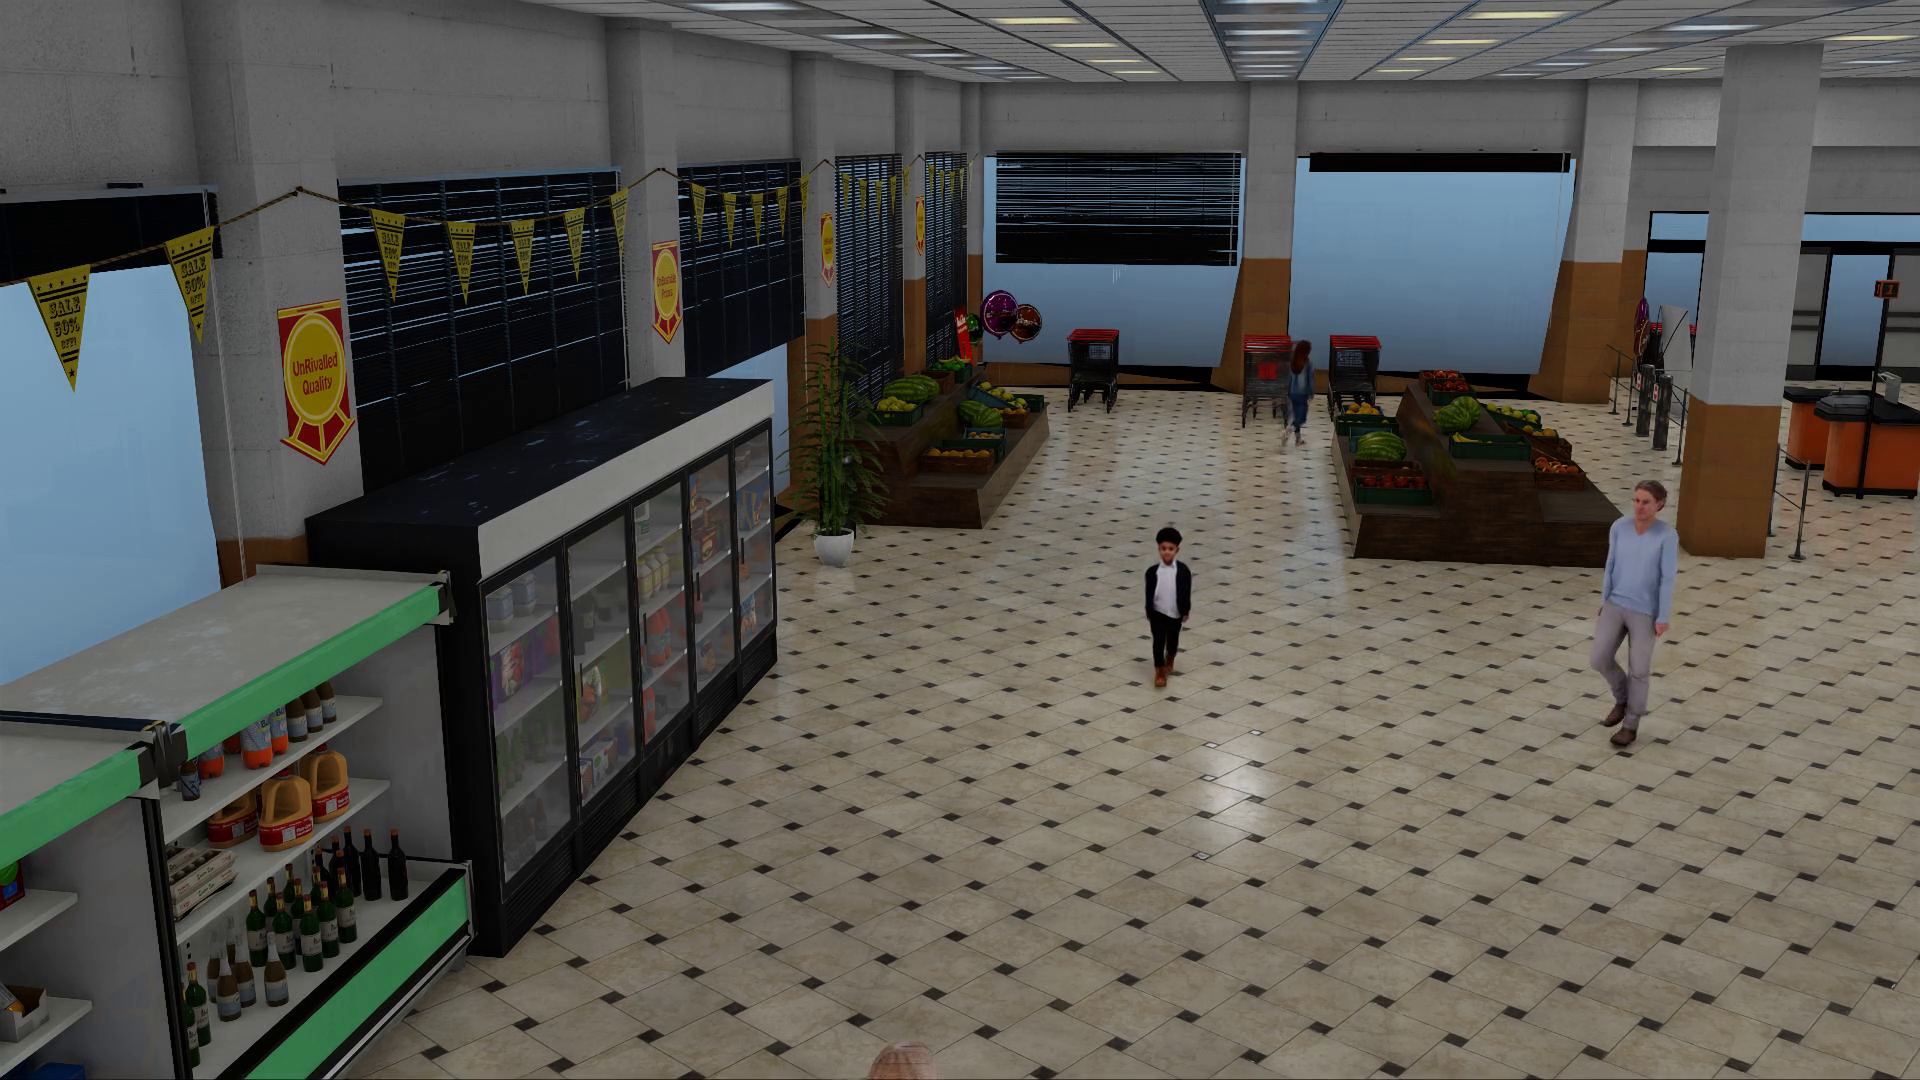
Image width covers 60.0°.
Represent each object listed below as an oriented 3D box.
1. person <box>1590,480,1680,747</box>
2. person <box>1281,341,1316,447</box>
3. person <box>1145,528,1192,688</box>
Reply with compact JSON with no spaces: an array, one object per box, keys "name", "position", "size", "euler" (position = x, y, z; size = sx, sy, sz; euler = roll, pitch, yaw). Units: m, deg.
[{"name":"person","position":[4.722,0.484,11.559],"size":[0.917,1.884,0.862],"euler":[-12,18,-40]},{"name":"person","position":[4.559,-1.949,22.495],"size":[0.875,1.456,0.984],"euler":[13,19,42]},{"name":"person","position":[1.612,0.500,12.922],"size":[0.526,1.209,0.826],"euler":[2,14,7]}]
